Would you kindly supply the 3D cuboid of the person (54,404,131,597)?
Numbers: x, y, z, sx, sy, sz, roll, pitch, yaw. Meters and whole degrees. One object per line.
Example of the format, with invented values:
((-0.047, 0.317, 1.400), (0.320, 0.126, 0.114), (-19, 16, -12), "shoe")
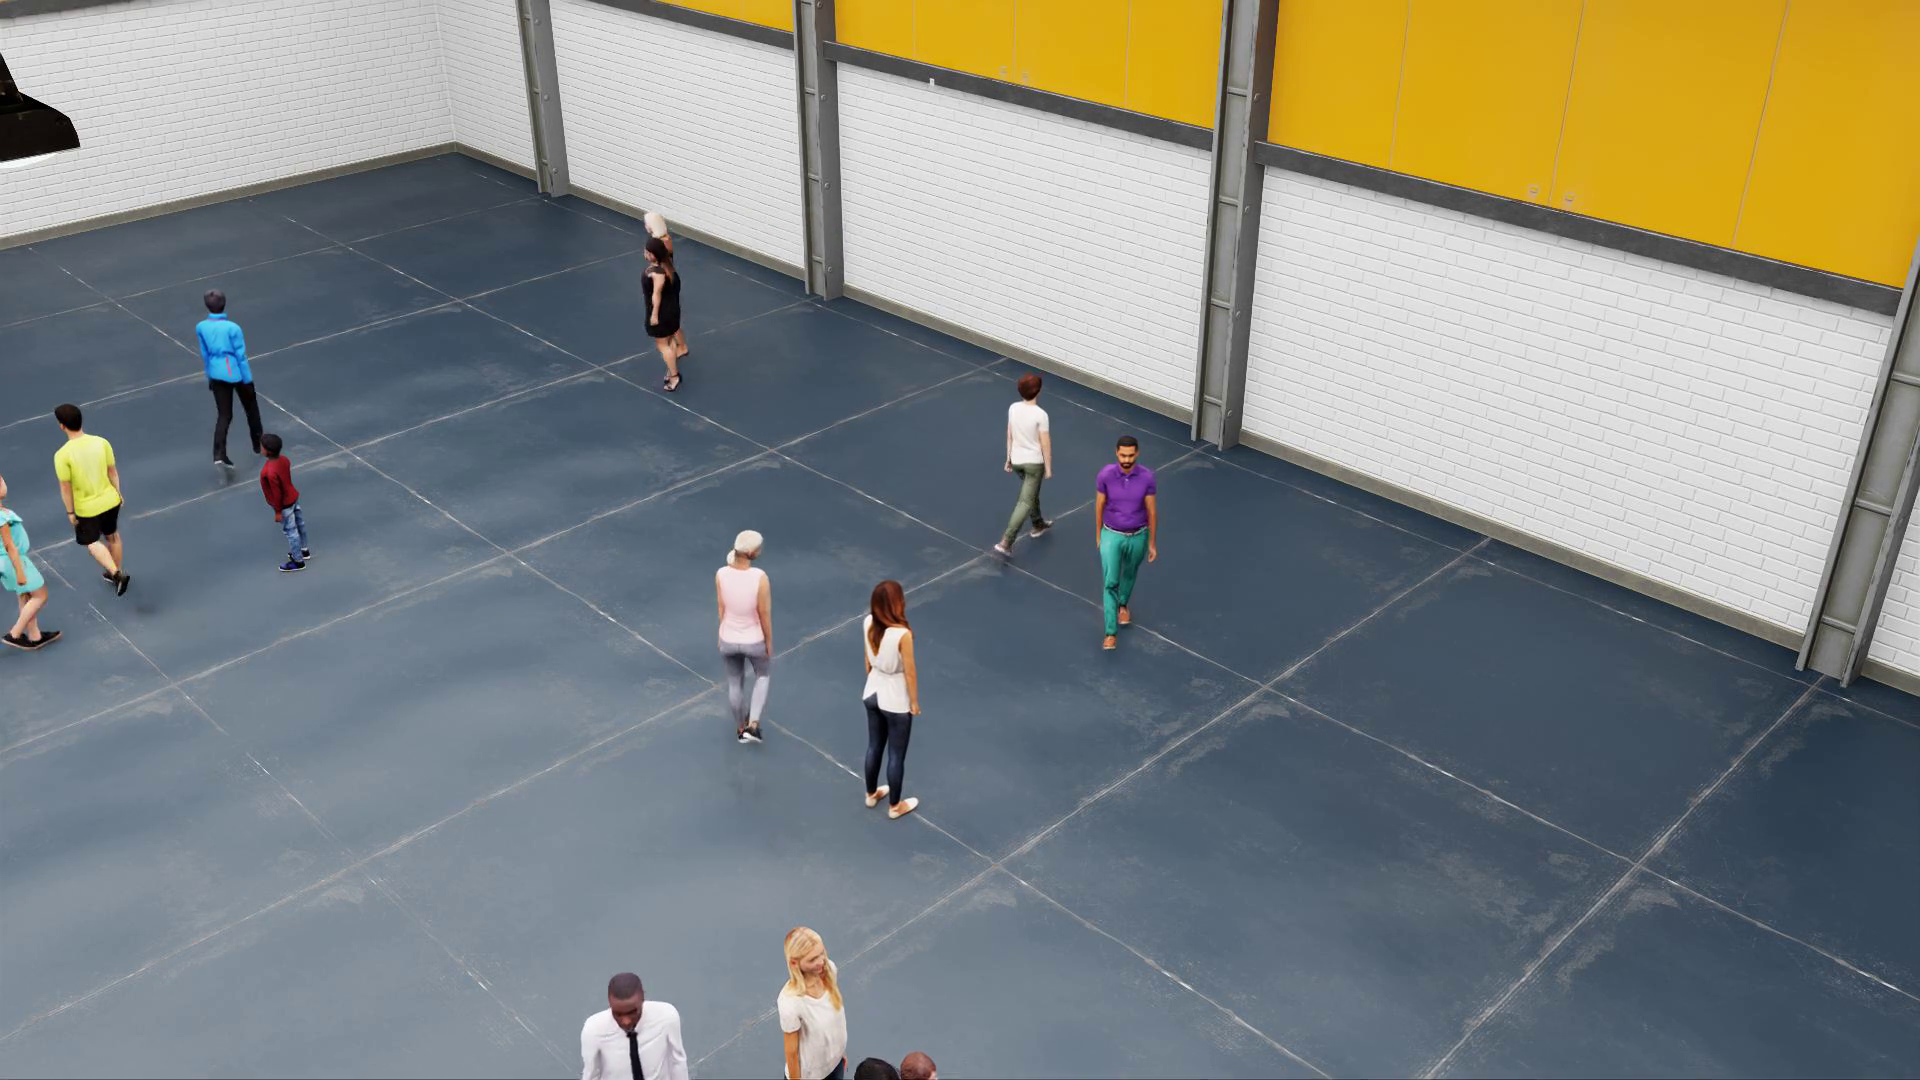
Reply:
((-7.098, -0.304, 13.732), (0.901, 1.689, 0.678), (21, 35, 33), "person")

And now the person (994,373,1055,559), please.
((0.548, -0.618, 14.380), (1.084, 1.621, 0.729), (20, 34, 32), "person")

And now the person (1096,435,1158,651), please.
((1.315, -0.062, 13.247), (1.089, 1.729, 1.131), (0, 29, 1), "person")

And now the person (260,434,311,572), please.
((-5.782, -0.343, 14.258), (0.643, 1.254, 0.583), (0, 29, 0), "person")

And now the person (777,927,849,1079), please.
((-0.734, 2.628, 8.231), (0.605, 1.809, 0.648), (14, 31, 23), "person")

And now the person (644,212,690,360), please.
((-3.115, -2.758, 18.198), (0.817, 1.721, 0.751), (0, 29, 0), "person")

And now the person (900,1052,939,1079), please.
((-0.198, 2.978, 8.319), (0.492, 1.112, 0.461), (20, 34, 32), "person")

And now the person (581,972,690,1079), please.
((-1.549, 2.708, 8.083), (0.939, 1.811, 1.127), (-8, 30, -14), "person")

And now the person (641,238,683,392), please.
((-3.140, -2.418, 17.605), (0.813, 1.693, 0.778), (11, 30, 19), "person")

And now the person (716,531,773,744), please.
((-1.539, 0.753, 11.774), (0.786, 1.708, 0.838), (1, 29, 2), "person")

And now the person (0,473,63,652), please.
((-7.451, 0.197, 12.958), (0.630, 1.552, 0.635), (23, 36, 36), "person")

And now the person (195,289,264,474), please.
((-6.994, -1.490, 15.827), (1.123, 1.766, 1.139), (2, 29, 3), "person")

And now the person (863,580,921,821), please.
((-0.489, 1.065, 11.126), (0.481, 1.782, 0.648), (22, 36, 35), "person")
